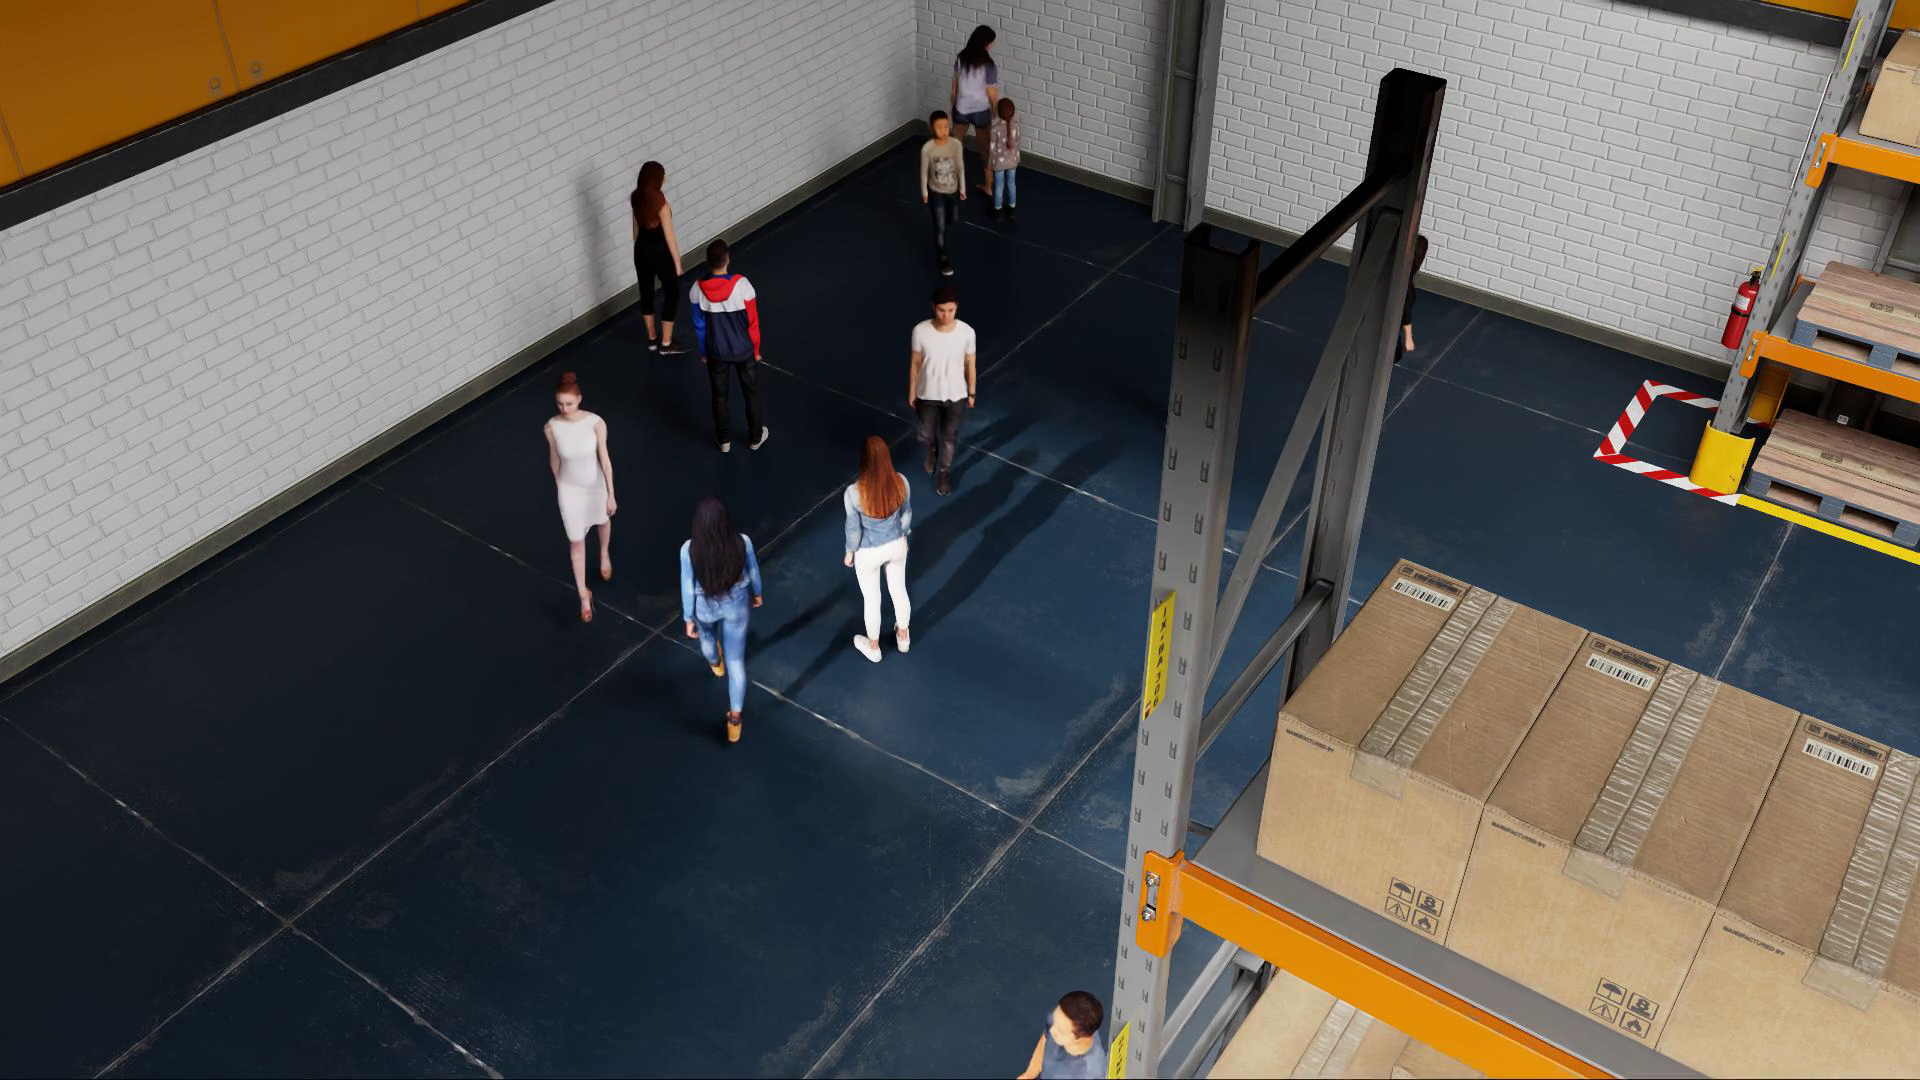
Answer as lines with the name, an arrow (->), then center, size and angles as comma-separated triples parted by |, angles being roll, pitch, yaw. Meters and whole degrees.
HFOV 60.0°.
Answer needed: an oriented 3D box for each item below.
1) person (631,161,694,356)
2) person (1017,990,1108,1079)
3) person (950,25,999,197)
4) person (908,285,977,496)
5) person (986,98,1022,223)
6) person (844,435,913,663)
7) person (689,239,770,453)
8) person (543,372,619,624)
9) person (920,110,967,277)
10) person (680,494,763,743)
person -> -2.498, -2.286, 13.521 | 0.454, 1.716, 0.694 | 14, 41, 17
person -> 0.589, 2.552, 7.423 | 1.220, 1.767, 1.164 | -7, 39, -8
person -> 0.159, -4.008, 15.689 | 0.621, 1.701, 0.831 | 6, 39, 8
person -> -0.133, -1.136, 12.085 | 0.790, 1.712, 0.863 | 1, 39, 1
person -> 0.413, -3.553, 15.526 | 0.559, 1.194, 0.590 | -15, 41, -18
person -> -0.503, 0.065, 10.589 | 0.689, 1.703, 0.686 | -16, 41, -19
person -> -1.727, -1.441, 12.431 | 0.690, 1.756, 0.781 | -1, 39, -2
person -> -2.476, -0.392, 11.109 | 0.957, 1.768, 0.988 | -4, 39, -5
person -> -0.163, -3.144, 14.811 | 0.855, 1.448, 1.003 | -13, 40, -16
person -> -1.426, 0.509, 10.050 | 1.089, 1.681, 1.156 | -7, 39, -9
